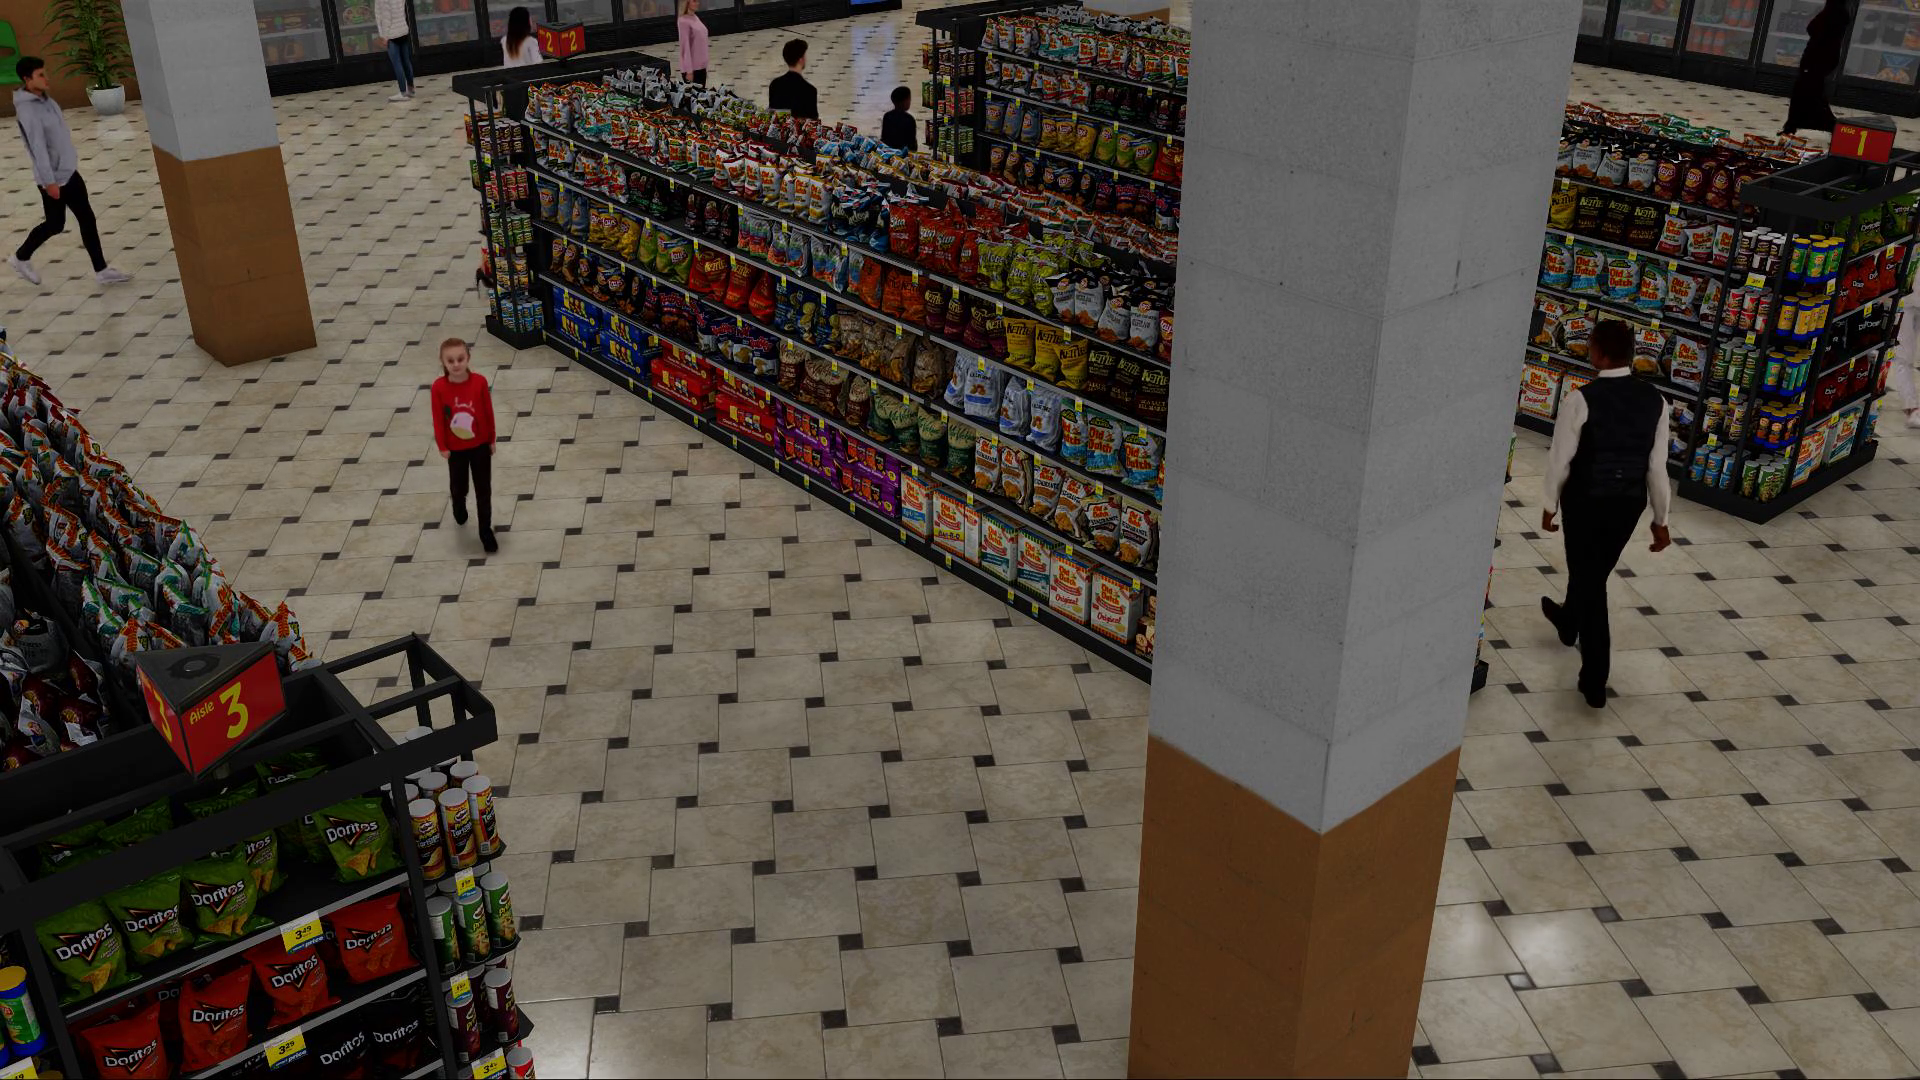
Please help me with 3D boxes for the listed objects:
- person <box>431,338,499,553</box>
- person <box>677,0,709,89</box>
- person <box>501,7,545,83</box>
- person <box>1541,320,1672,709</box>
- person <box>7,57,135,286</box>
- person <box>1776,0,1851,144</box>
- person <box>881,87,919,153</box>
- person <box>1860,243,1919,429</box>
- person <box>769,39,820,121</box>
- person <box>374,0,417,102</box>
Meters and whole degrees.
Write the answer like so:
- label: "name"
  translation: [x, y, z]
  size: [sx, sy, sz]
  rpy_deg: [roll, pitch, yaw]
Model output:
- label: "person"
  translation: [-2.873, -0.578, 9.676]
  size: [0.587, 1.272, 0.777]
  rpy_deg: [-13, 30, -24]
- label: "person"
  translation: [-2.943, -5.176, 18.282]
  size: [0.717, 1.688, 0.686]
  rpy_deg: [7, 28, 13]
- label: "person"
  translation: [-4.570, -4.667, 17.312]
  size: [0.972, 1.657, 0.959]
  rpy_deg: [13, 30, 24]
- label: "person"
  translation: [3.107, -0.078, 8.031]
  size: [1.182, 1.866, 1.311]
  rpy_deg: [0, 27, 0]
- label: "person"
  translation: [-7.581, -3.006, 13.766]
  size: [1.204, 1.901, 1.233]
  rpy_deg: [-2, 27, -3]
- label: "person"
  translation: [9.527, -5.199, 18.279]
  size: [0.651, 1.731, 1.006]
  rpy_deg: [-21, 34, -35]
- label: "person"
  translation: [-0.598, -3.614, 15.693]
  size: [0.879, 1.243, 0.777]
  rpy_deg: [13, 30, 24]
- label: "person"
  translation: [6.422, -1.624, 11.318]
  size: [0.858, 1.652, 1.095]
  rpy_deg: [-9, 28, -17]
- label: "person"
  translation: [-1.491, -3.379, 14.533]
  size: [1.019, 1.872, 0.924]
  rpy_deg: [17, 31, 29]
- label: "person"
  translation: [-6.959, -6.260, 20.476]
  size: [0.737, 1.637, 0.708]
  rpy_deg: [6, 28, 12]
